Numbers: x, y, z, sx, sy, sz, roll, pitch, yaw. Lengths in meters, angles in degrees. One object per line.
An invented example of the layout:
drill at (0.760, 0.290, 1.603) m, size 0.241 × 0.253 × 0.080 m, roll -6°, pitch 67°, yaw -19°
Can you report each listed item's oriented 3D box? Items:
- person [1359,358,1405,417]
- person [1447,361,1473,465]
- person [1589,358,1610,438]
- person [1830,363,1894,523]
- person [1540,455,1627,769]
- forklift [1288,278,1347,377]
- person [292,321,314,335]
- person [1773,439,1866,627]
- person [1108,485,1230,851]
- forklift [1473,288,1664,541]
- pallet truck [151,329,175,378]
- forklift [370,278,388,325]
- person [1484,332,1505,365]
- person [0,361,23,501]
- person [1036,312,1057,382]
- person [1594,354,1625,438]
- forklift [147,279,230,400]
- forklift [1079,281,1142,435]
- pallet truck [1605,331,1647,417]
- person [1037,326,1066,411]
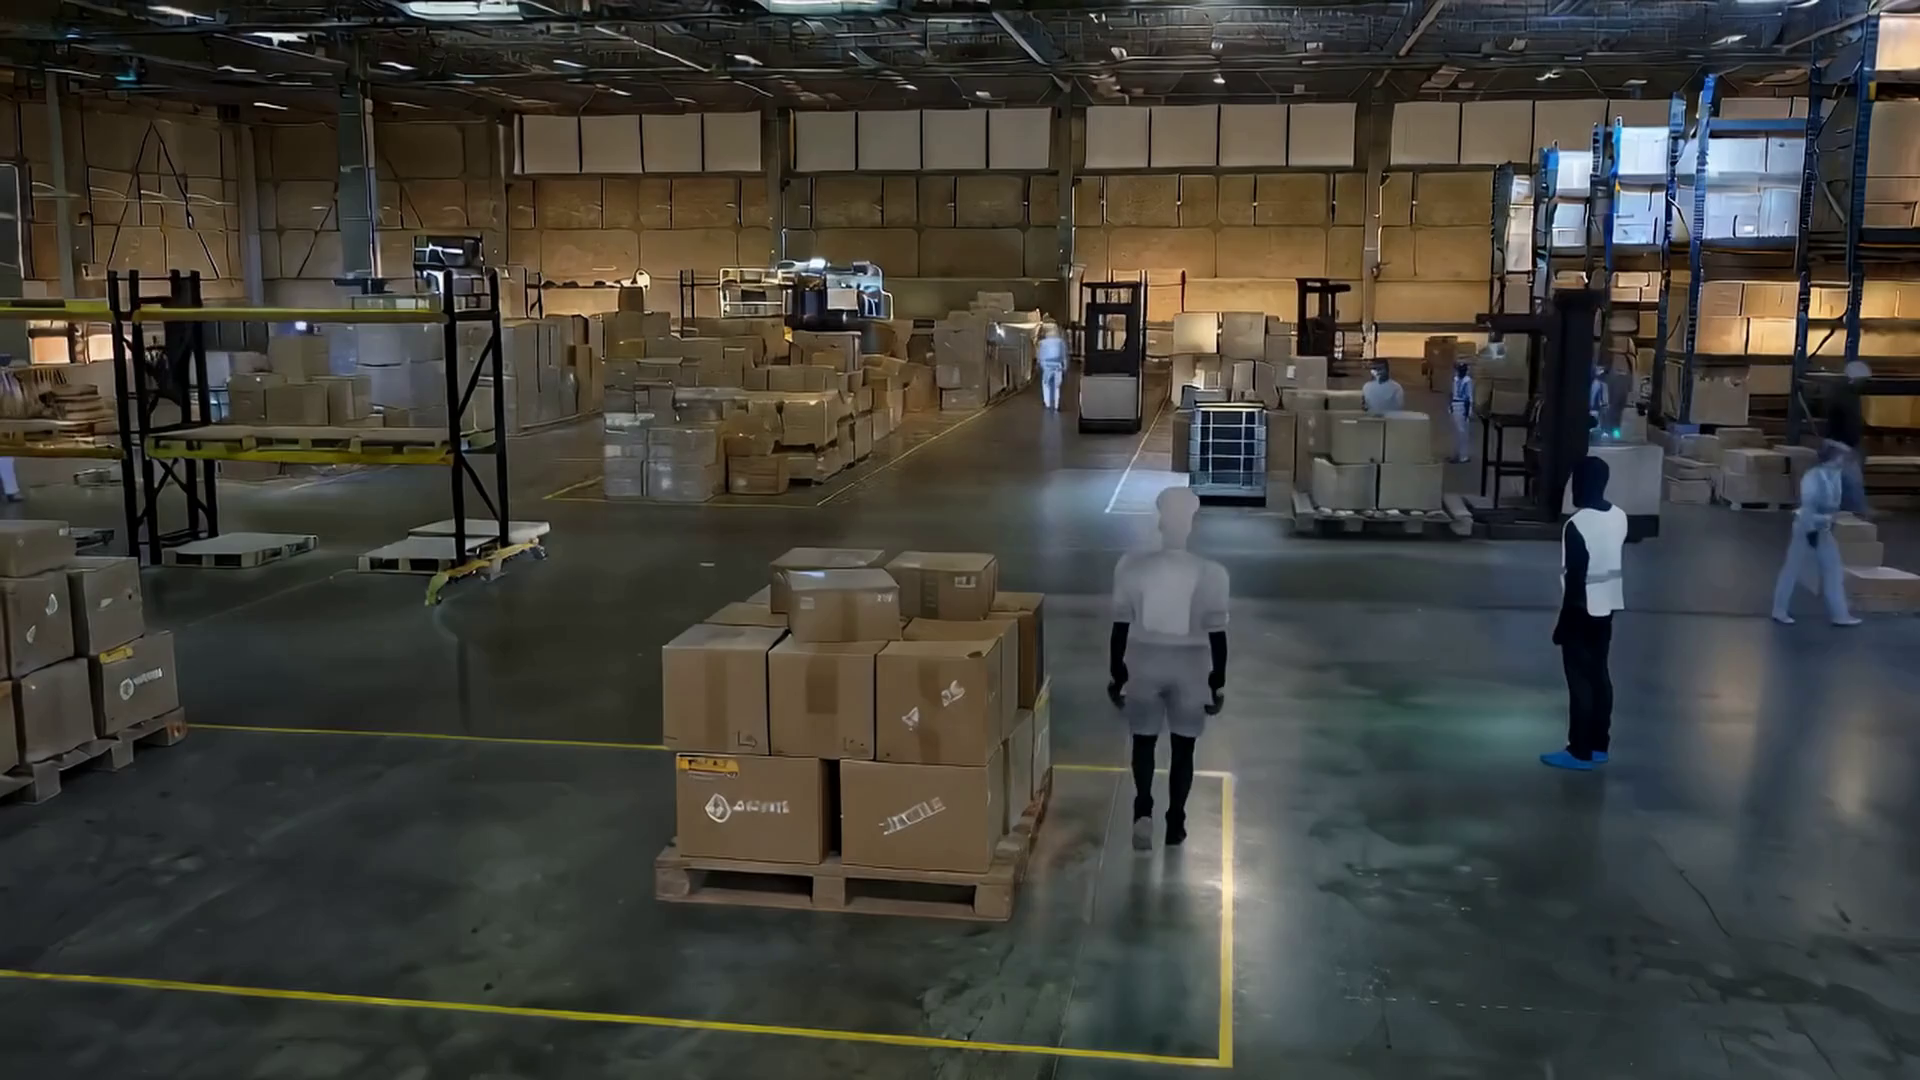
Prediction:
person at (5.305, -1.332, 21.026) m, size 0.354 × 1.937 × 0.635 m, roll -8°, pitch 12°, yaw -41°
person at (7.832, -1.982, 25.986) m, size 0.318 × 1.631 × 0.524 m, roll -1°, pitch 9°, yaw -5°
person at (8.450, -1.538, 22.429) m, size 0.553 × 1.903 × 0.941 m, roll 1°, pitch 9°, yaw 7°
person at (10.650, -1.148, 19.899) m, size 1.047 × 1.935 × 0.654 m, roll 3°, pitch 10°, yaw 15°
person at (3.838, 0.441, 10.153) m, size 0.600 × 1.917 × 0.376 m, roll -9°, pitch 13°, yaw -43°
forklift at (9.972, -6.037, 47.146) m, size 1.129 × 2.768 × 1.873 m, roll -4°, pitch 10°, yaw -25°
person at (-16.828, -4.836, 42.744) m, size 0.721 × 1.897 × 0.486 m, roll 0°, pitch 9°, yaw -2°
person at (7.289, -0.036, 14.048) m, size 0.600 × 1.599 × 0.799 m, roll -5°, pitch 11°, yaw -29°
person at (1.068, 0.686, 8.547) m, size 0.625 × 1.945 × 0.560 m, roll 2°, pitch 9°, yaw 14°
forklift at (6.953, -1.461, 18.925) m, size 1.873 × 2.768 × 1.129 m, roll 1°, pitch 9°, yaw 9°
pallet truck at (-21.869, -5.598, 47.154) m, size 0.823 × 1.965 × 1.885 m, roll 4°, pitch 10°, yaw 26°
forklift at (-15.269, -5.496, 43.813) m, size 1.873 × 2.768 × 1.129 m, roll -3°, pitch 10°, yaw -17°
person at (12.080, -3.892, 37.650) m, size 0.861 × 1.659 × 0.534 m, roll -5°, pitch 11°, yaw -30°
person at (-12.566, -1.489, 21.682) m, size 0.536 × 2.000 × 0.688 m, roll 6°, pitch 11°, yaw 34°
person at (2.414, -5.251, 45.353) m, size 0.540 × 1.909 × 0.854 m, roll -5°, pitch 10°, yaw -27°
person at (8.883, -1.632, 23.079) m, size 1.049 × 1.877 × 0.638 m, roll -7°, pitch 12°, yaw -38°
forklift at (-18.331, -4.753, 39.231) m, size 1.873 × 2.768 × 1.129 m, roll -5°, pitch 11°, yaw -30°
forklift at (2.827, -3.417, 30.991) m, size 1.129 × 2.768 × 1.873 m, roll 1°, pitch 9°, yaw 8°
pallet truck at (11.253, -2.573, 28.499) m, size 0.823 × 1.965 × 1.885 m, roll 5°, pitch 10°, yaw 27°
person at (1.970, -3.701, 35.965) m, size 0.632 × 1.830 × 0.434 m, roll 0°, pitch 9°, yaw 0°
